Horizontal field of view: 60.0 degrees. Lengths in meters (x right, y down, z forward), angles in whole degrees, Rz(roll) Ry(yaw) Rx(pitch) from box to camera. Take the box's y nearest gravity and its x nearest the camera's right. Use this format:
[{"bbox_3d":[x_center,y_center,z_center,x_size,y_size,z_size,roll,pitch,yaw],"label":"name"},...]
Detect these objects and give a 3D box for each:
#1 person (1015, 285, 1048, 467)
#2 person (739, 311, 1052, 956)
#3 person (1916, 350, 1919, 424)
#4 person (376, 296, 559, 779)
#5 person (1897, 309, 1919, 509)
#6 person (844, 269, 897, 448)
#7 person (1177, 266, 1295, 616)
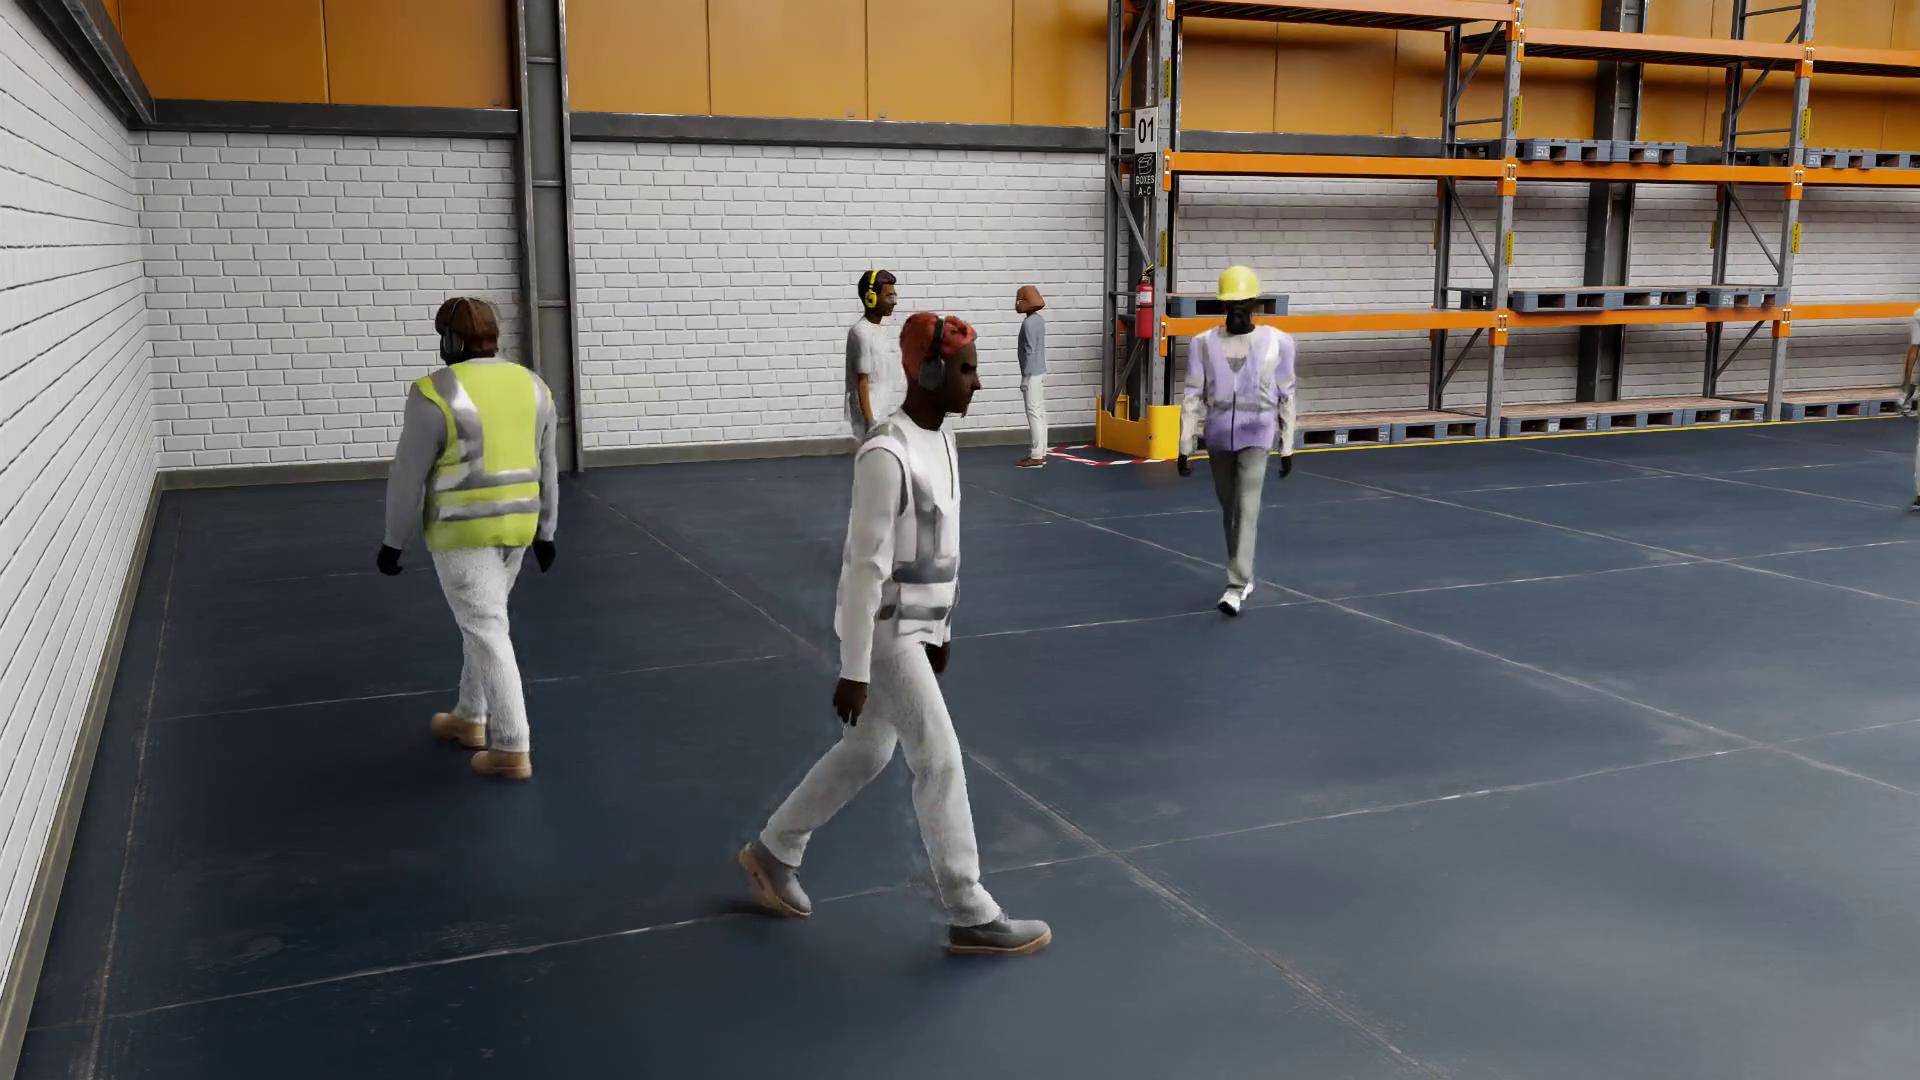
[{"bbox_3d":[0.637,-1.468,14.972,0.280,1.631,0.504,3,11,15],"label":"person"},{"bbox_3d":[-0.243,0.267,4.768,0.965,1.841,0.629,2,10,13],"label":"person"},{"bbox_3d":[10.844,-2.075,18.353,0.500,1.633,0.280,2,10,13],"label":"person"},{"bbox_3d":[-1.926,-0.019,6.412,0.848,1.811,0.642,6,12,31],"label":"person"},{"bbox_3d":[7.292,-1.095,12.299,0.567,1.841,0.753,8,13,37],"label":"person"},{"bbox_3d":[-0.532,-0.700,10.082,0.331,1.859,0.510,1,10,4],"label":"person"},{"bbox_3d":[1.480,-0.533,9.061,0.608,1.875,0.965,4,11,23],"label":"person"}]
